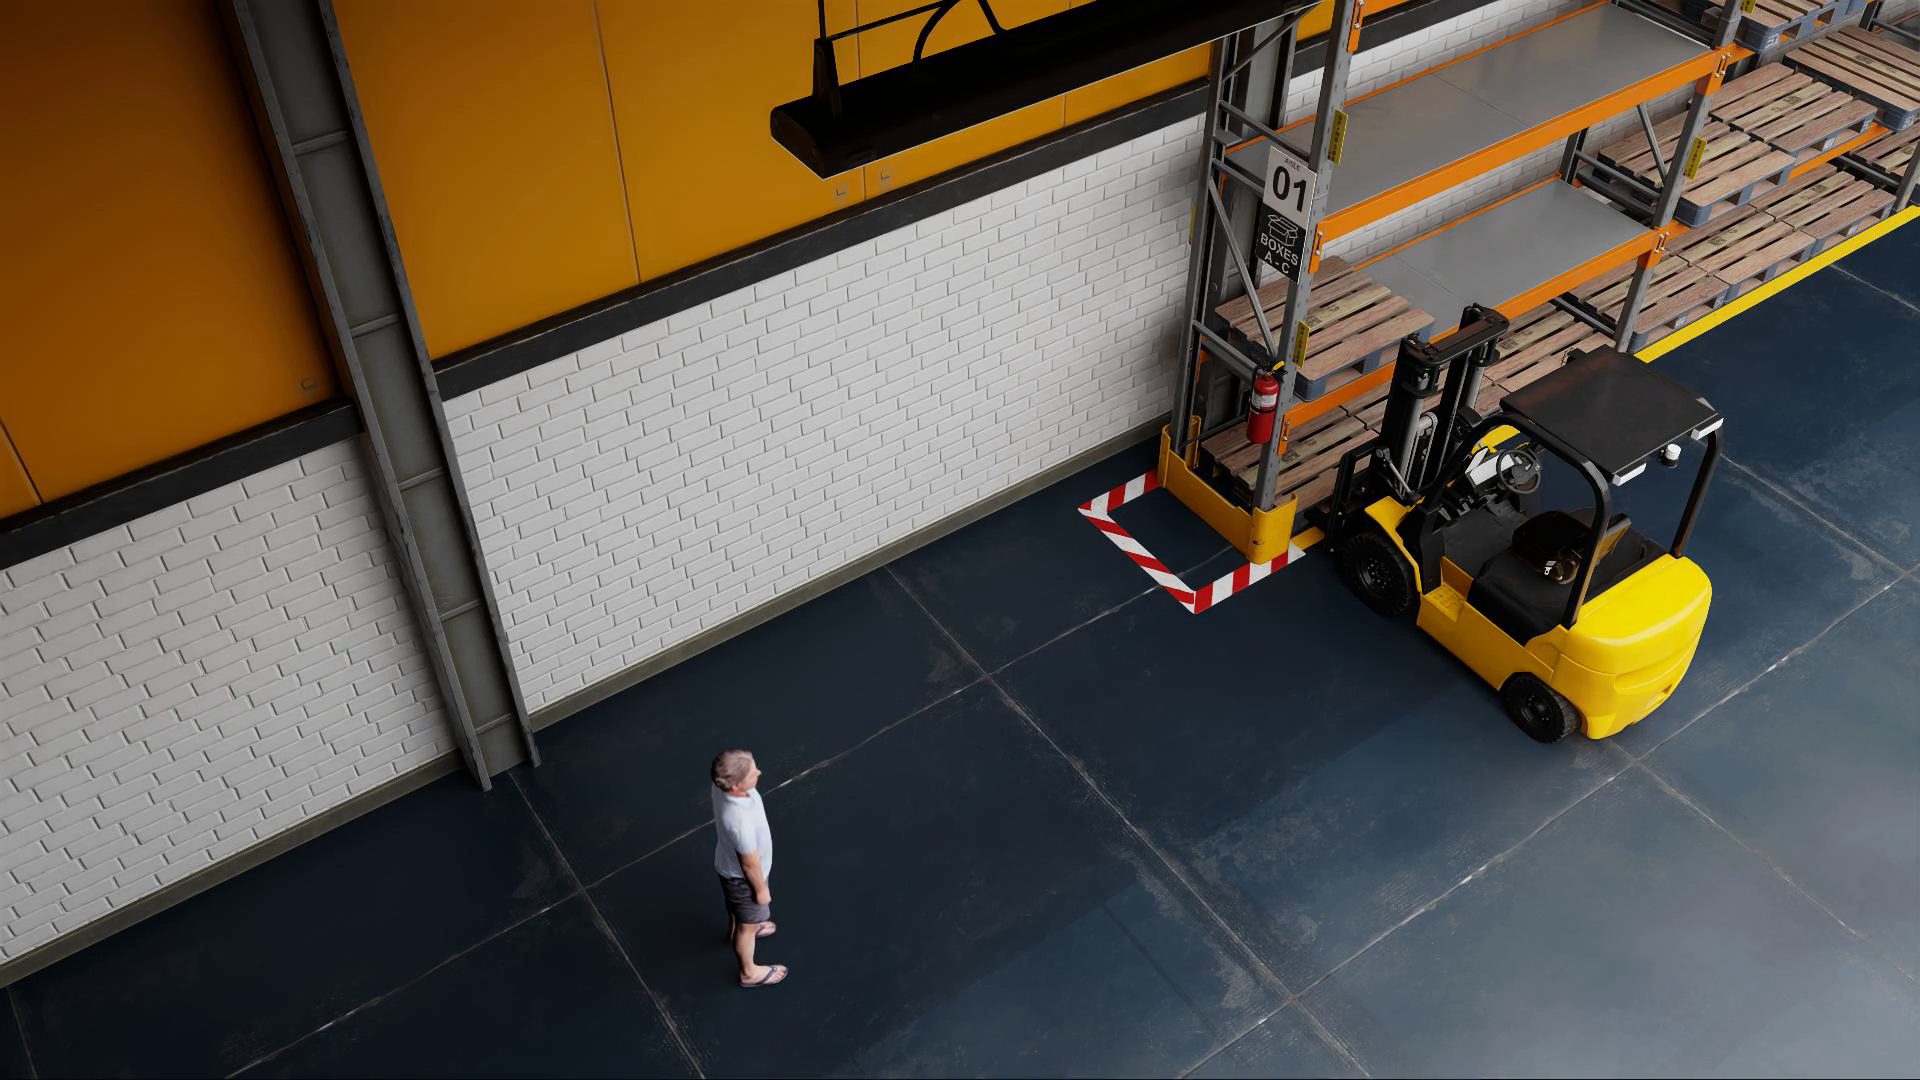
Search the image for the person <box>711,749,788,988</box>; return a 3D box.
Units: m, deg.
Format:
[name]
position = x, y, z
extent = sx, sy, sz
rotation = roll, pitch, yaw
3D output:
[person]
position = -1.193, 1.755, 9.053
extent = 0.670, 1.829, 0.702
rotation = -9, 44, -10
